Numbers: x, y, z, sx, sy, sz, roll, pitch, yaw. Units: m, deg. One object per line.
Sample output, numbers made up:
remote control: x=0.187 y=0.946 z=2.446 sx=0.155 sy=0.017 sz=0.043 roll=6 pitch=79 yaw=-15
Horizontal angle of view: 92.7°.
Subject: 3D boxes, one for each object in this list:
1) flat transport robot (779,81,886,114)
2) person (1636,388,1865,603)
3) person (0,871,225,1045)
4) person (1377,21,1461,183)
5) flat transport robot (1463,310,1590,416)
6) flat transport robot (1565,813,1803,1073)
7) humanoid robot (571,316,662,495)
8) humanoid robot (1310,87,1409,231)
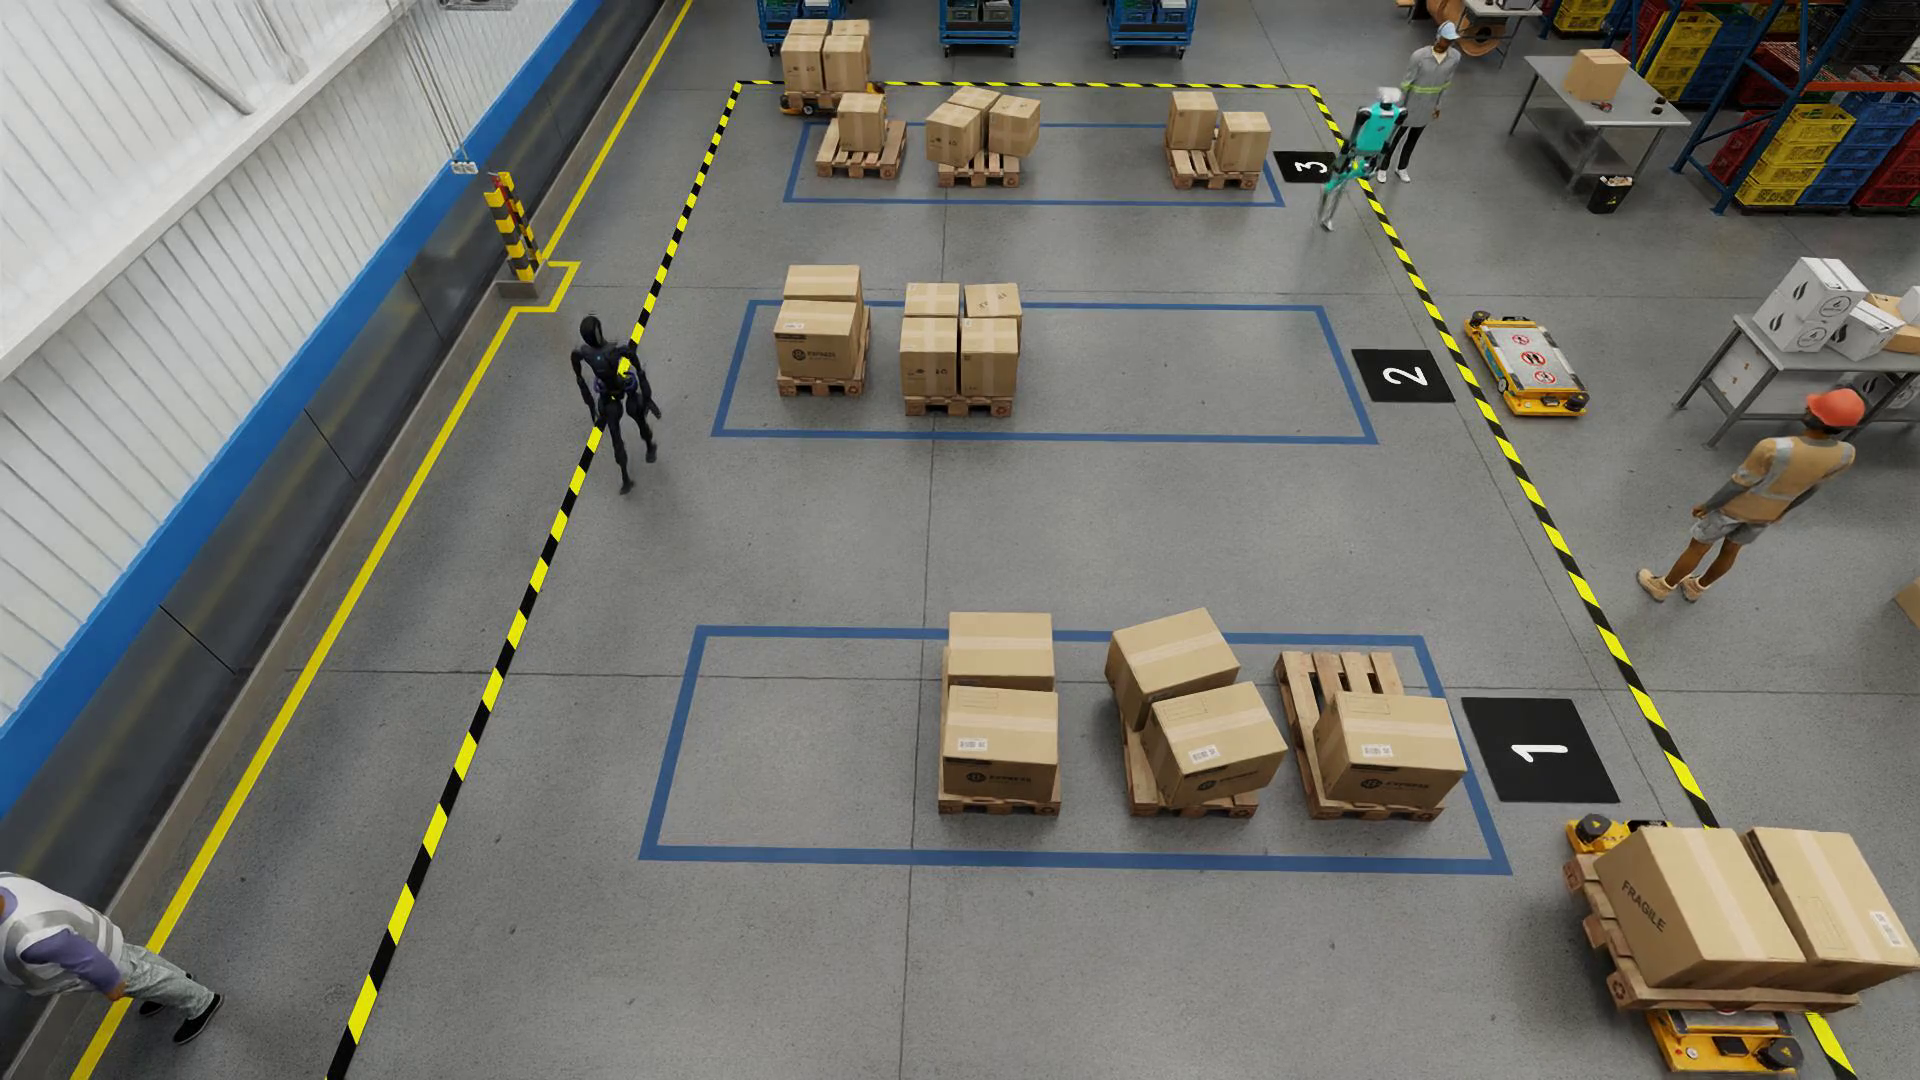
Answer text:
flat transport robot: x=-1.791 y=-6.252 z=12.927 sx=1.431 sy=0.197 sz=0.652 roll=1 pitch=49 yaw=1
person: x=5.668 y=-0.264 z=6.587 sx=0.612 sy=2.047 sz=0.360 roll=3 pitch=49 yaw=2
person: x=-4.488 y=2.122 z=4.659 sx=0.589 sy=1.836 sz=0.404 roll=23 pitch=53 yaw=19
person: x=5.515 y=-5.225 z=11.008 sx=0.596 sy=1.852 sz=0.361 roll=-2 pitch=49 yaw=-2
flat transport robot: x=5.573 y=-1.757 z=9.054 sx=0.659 sy=0.231 sz=1.431 roll=1 pitch=49 yaw=1
flat transport robot: x=4.279 y=2.353 z=5.478 sx=0.652 sy=0.197 sz=1.431 roll=1 pitch=49 yaw=1
humanoid robot: x=-2.815 y=-1.134 z=7.603 sx=0.584 sy=1.632 sz=0.737 roll=-7 pitch=49 yaw=-6
humanoid robot: x=4.387 y=-4.220 z=10.259 sx=0.555 sy=1.843 sz=0.781 roll=-3 pitch=49 yaw=-3
